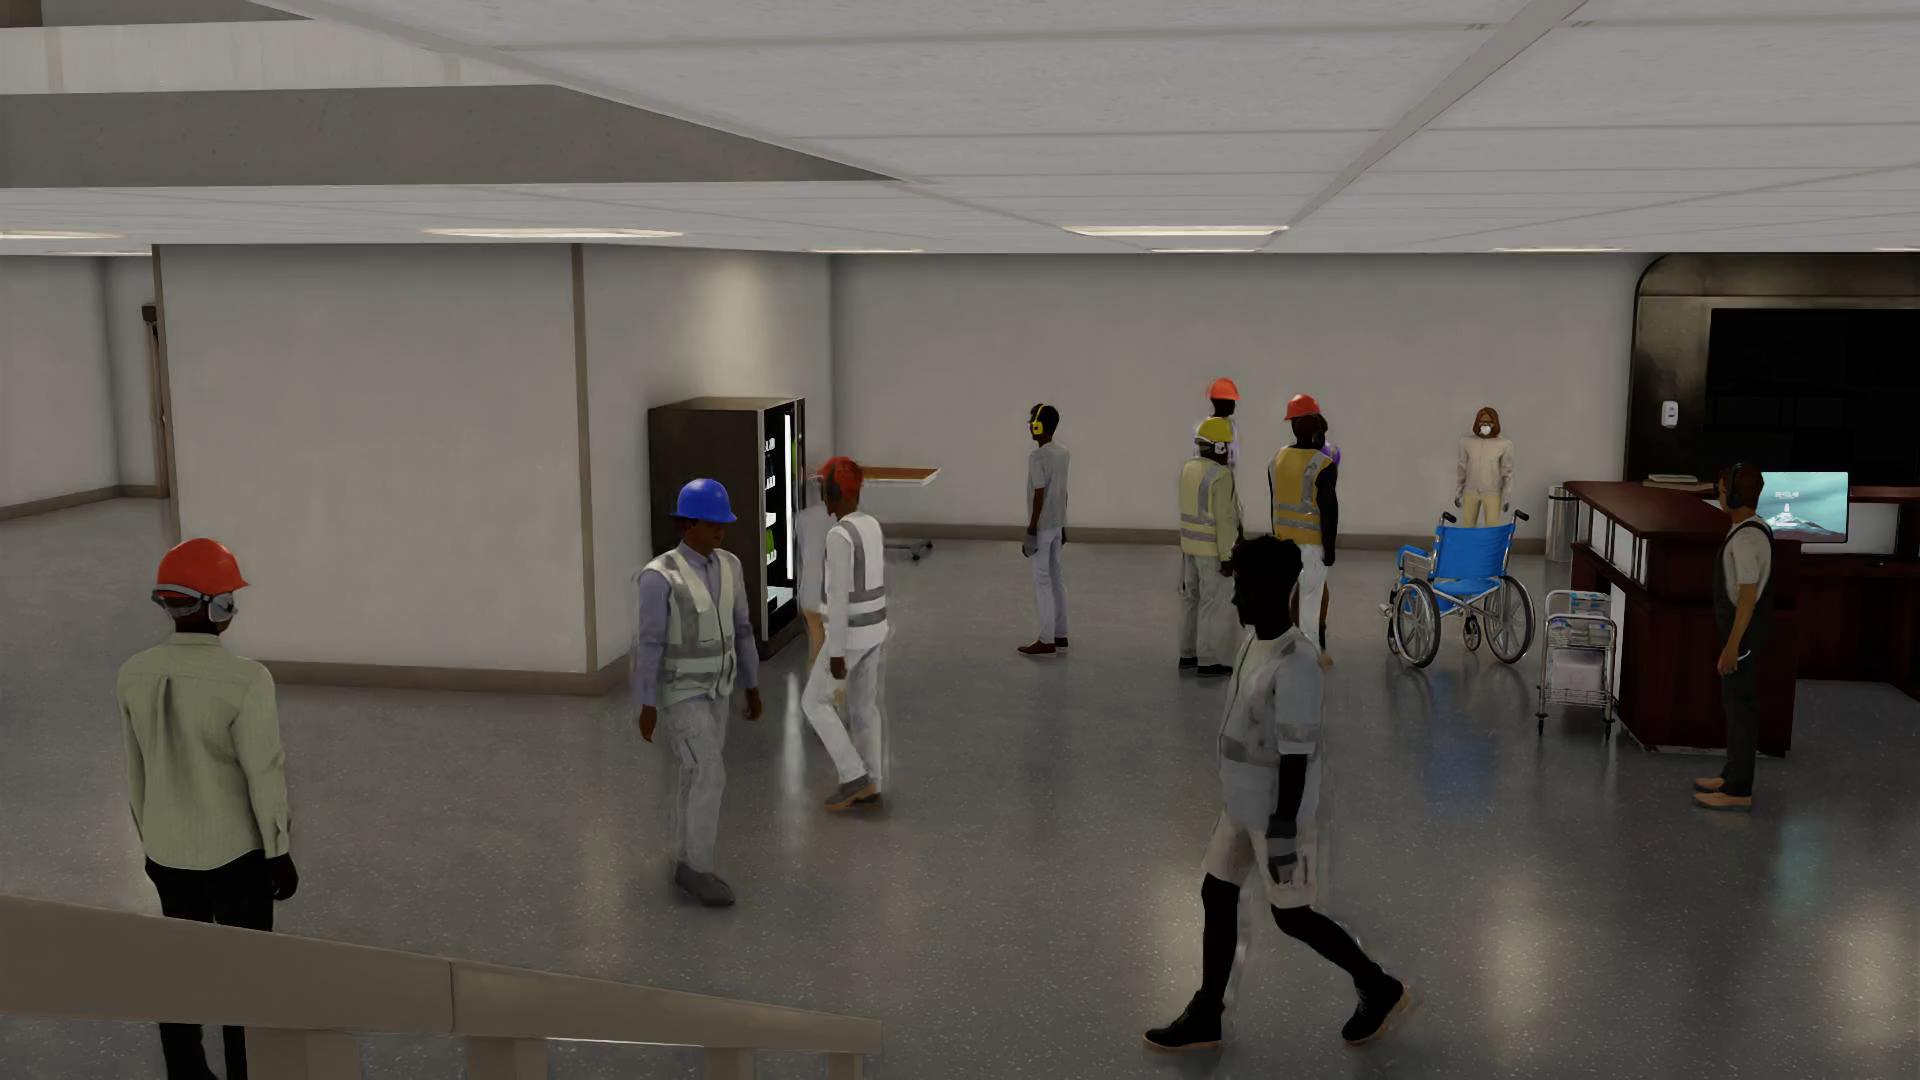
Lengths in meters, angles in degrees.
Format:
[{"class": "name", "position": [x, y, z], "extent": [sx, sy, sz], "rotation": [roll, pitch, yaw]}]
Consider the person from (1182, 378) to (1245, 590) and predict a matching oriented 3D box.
[{"class": "person", "position": [2.315, -0.445, 14.486], "extent": [0.565, 1.902, 0.912], "rotation": [-9, 13, -44]}]

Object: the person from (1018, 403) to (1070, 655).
[{"class": "person", "position": [0.628, -0.077, 12.345], "extent": [0.311, 1.869, 0.534], "rotation": [6, 11, 32]}]

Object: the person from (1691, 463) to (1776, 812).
[{"class": "person", "position": [4.100, 0.514, 8.779], "extent": [0.346, 1.842, 0.505], "rotation": [5, 11, 29]}]

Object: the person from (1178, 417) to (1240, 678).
[{"class": "person", "position": [1.756, 0.049, 11.725], "extent": [0.404, 1.826, 0.592], "rotation": [-4, 10, -22]}]

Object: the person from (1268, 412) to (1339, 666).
[{"class": "person", "position": [2.493, -0.005, 12.039], "extent": [0.431, 1.835, 0.623], "rotation": [-6, 11, -34]}]

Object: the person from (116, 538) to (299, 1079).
[{"class": "person", "position": [-2.447, 0.983, 5.465], "extent": [0.616, 1.989, 0.401], "rotation": [3, 10, 20]}]

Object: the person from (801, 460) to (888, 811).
[{"class": "person", "position": [-0.584, 0.510, 8.748], "extent": [0.458, 1.866, 0.587], "rotation": [3, 10, 21]}]

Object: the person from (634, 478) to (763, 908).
[{"class": "person", "position": [-1.106, 0.683, 7.458], "extent": [0.612, 1.926, 0.645], "rotation": [6, 11, 31]}]

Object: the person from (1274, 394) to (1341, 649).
[{"class": "person", "position": [2.555, -0.122, 12.423], "extent": [0.543, 1.935, 0.366], "rotation": [-5, 10, -28]}]

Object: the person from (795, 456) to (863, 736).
[{"class": "person", "position": [-0.778, 0.359, 10.085], "extent": [0.559, 1.732, 0.457], "rotation": [8, 12, 39]}]

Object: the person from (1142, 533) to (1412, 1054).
[{"class": "person", "position": [1.172, 0.927, 5.967], "extent": [0.933, 1.934, 0.618], "rotation": [-1, 9, -8]}]

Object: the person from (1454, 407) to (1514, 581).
[{"class": "person", "position": [4.741, -0.395, 15.072], "extent": [0.504, 1.627, 0.285], "rotation": [5, 11, 30]}]
